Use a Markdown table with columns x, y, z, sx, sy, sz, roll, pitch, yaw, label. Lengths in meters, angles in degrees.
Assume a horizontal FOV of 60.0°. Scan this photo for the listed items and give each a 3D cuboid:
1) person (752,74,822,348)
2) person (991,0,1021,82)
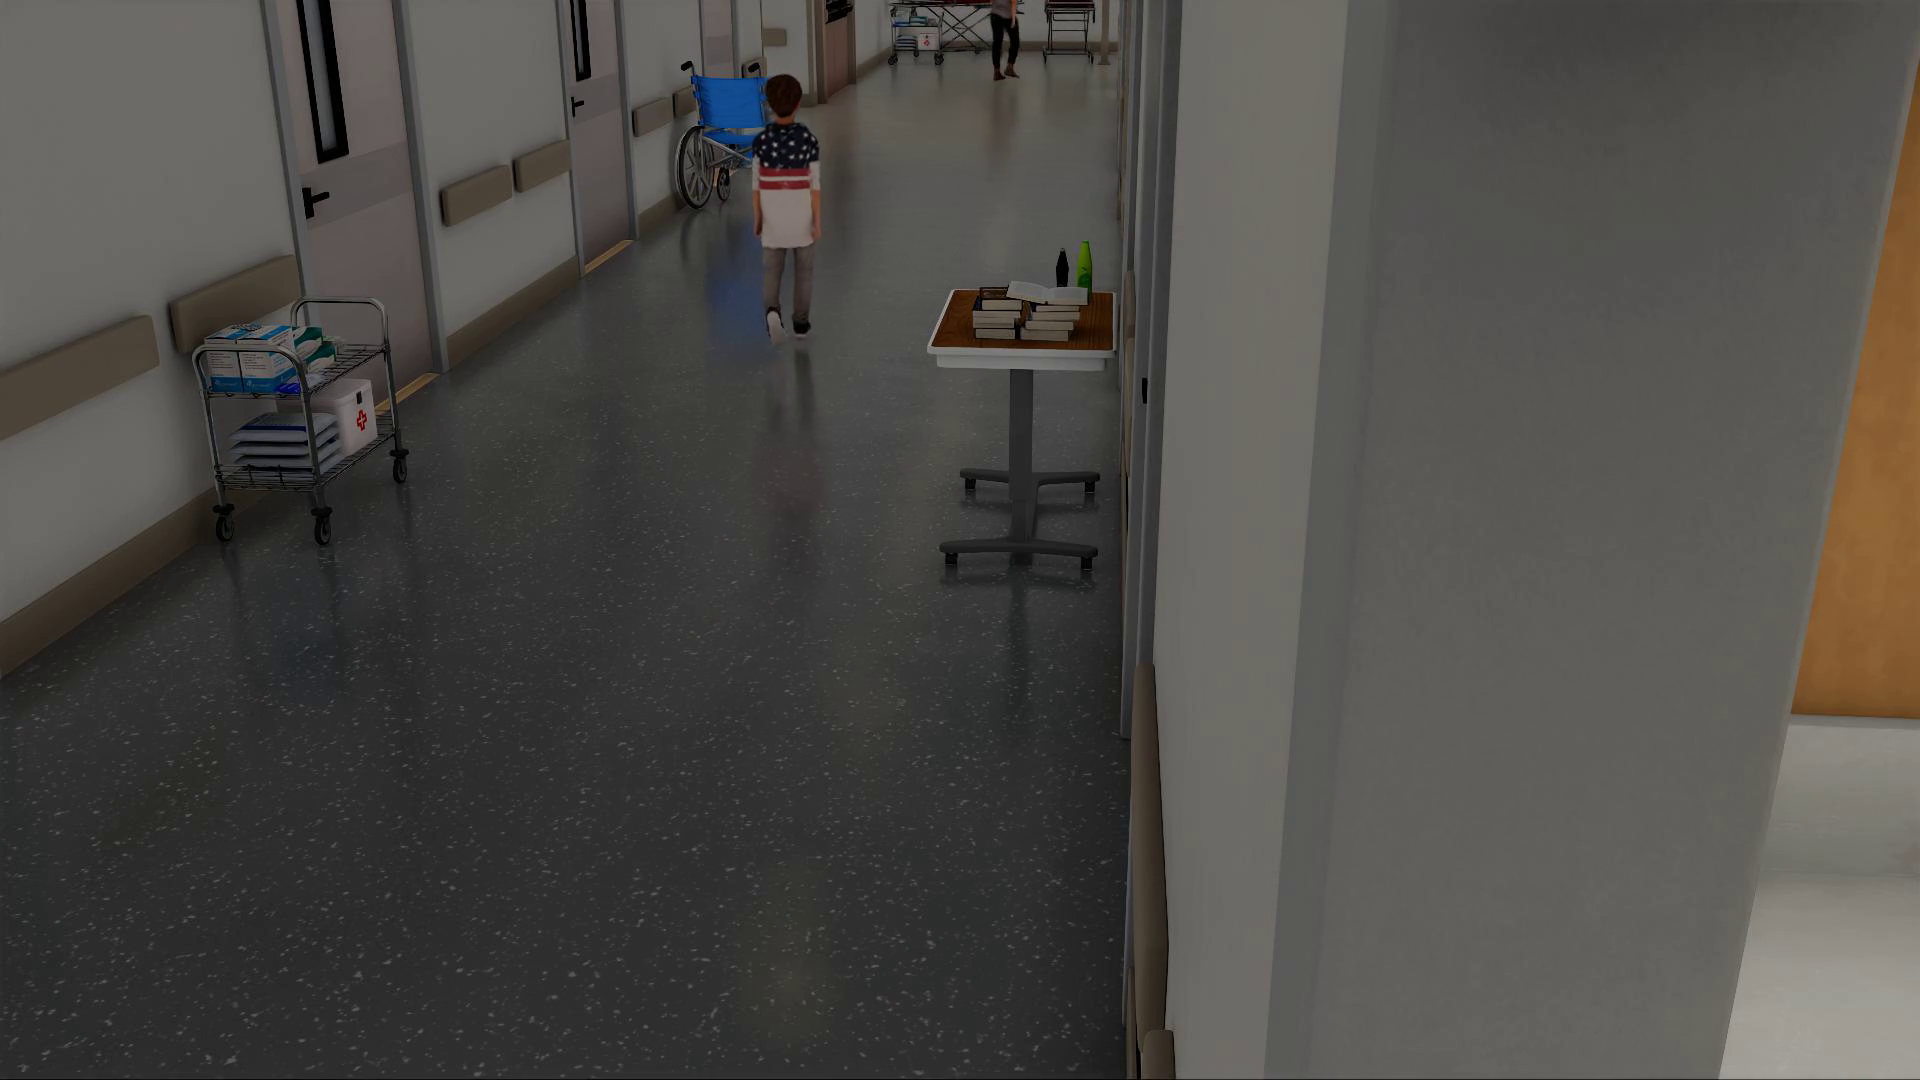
| x | y | z | sx | sy | sz | roll | pitch | yaw | label |
| --- | --- | --- | --- | --- | --- | --- | --- | --- | --- |
| -0.921 | -1.727 | 8.836 | 0.557 | 1.422 | 0.874 | 0 | 21 | 1 | person |
| 0.546 | -7.210 | 22.911 | 0.722 | 1.707 | 0.756 | 12 | 24 | 29 | person |
